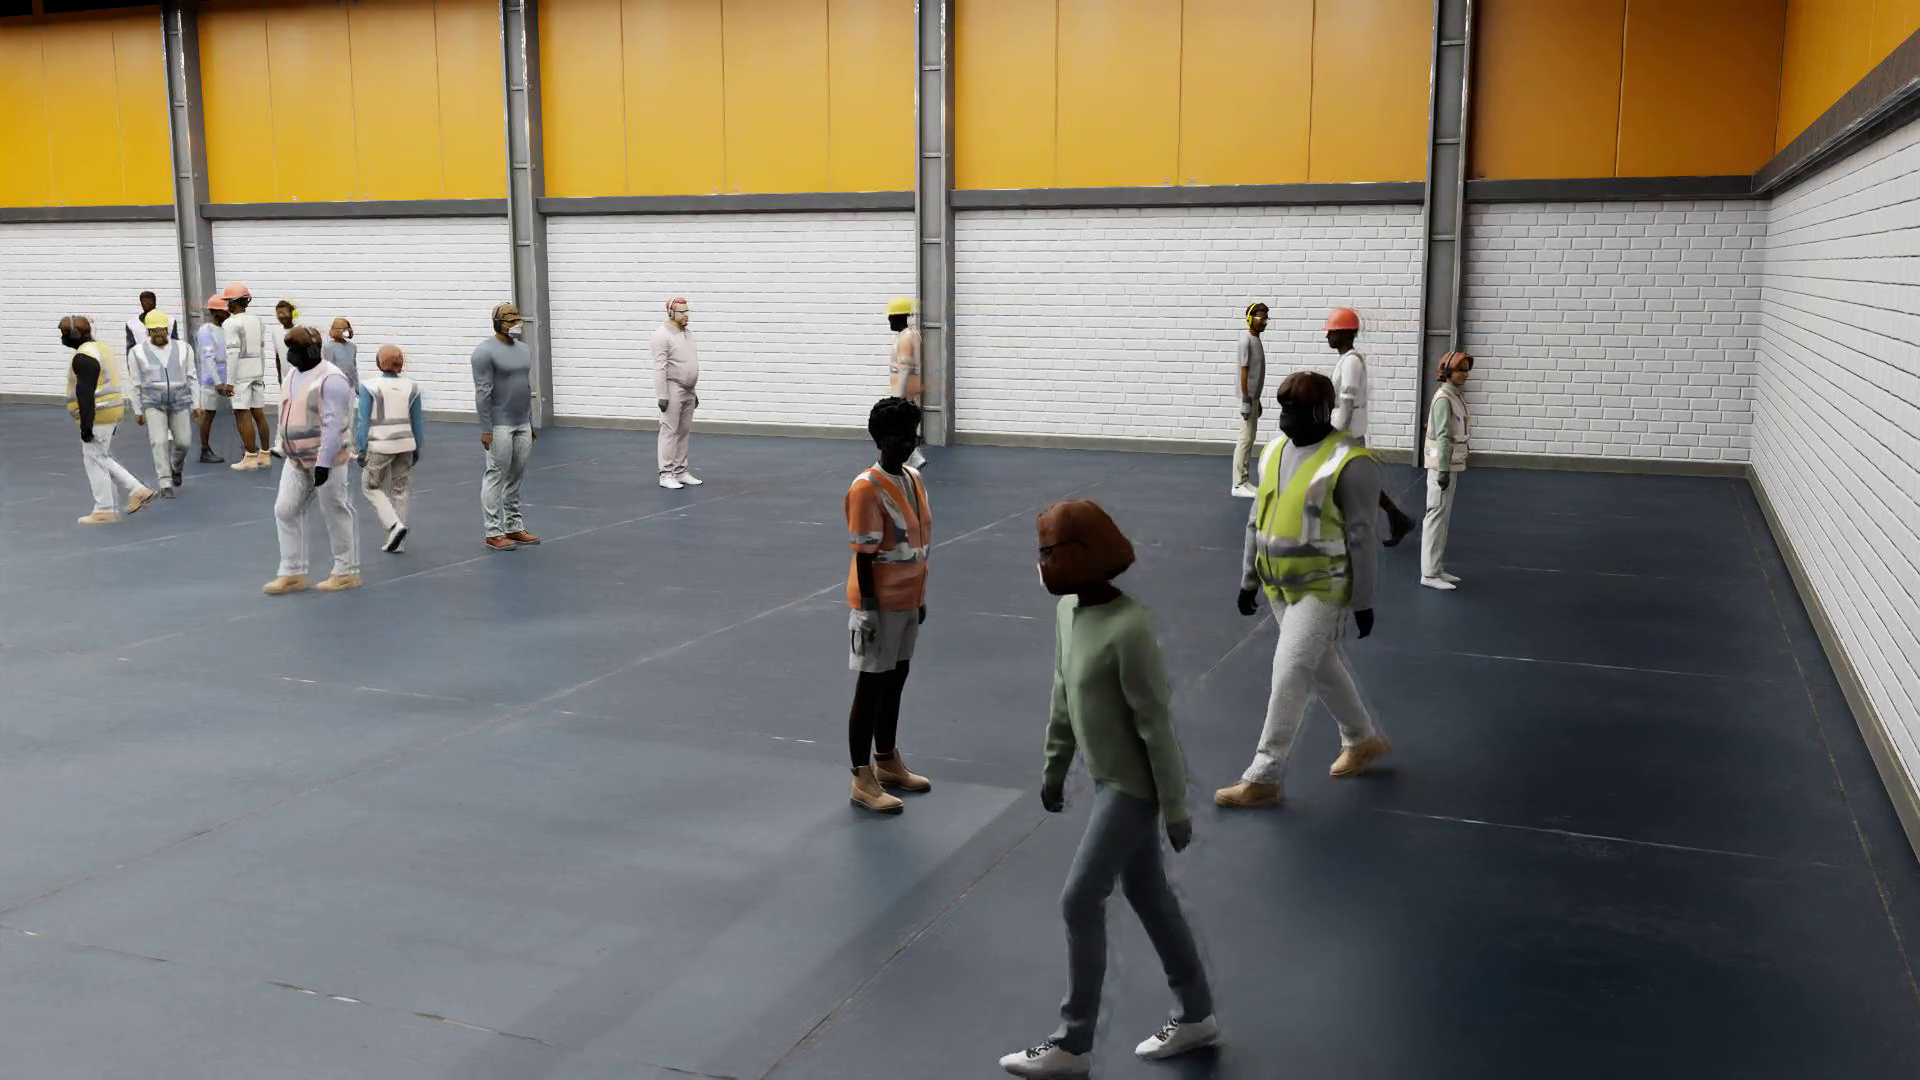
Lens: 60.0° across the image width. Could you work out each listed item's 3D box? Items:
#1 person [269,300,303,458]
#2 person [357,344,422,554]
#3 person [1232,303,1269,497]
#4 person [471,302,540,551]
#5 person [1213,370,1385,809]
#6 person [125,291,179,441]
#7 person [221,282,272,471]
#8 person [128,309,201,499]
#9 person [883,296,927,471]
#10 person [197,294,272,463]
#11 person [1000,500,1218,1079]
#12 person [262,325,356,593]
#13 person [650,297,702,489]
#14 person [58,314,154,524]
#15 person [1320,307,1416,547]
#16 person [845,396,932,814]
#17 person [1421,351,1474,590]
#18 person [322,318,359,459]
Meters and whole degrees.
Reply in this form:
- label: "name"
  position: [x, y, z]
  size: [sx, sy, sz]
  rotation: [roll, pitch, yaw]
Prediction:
- label: "person"
  position: [-7.725, -1.852, 19.275]
  size: [0.522, 1.811, 0.996]
  rotation: [0, 9, -1]
- label: "person"
  position: [-4.357, -0.685, 12.748]
  size: [0.407, 1.618, 0.532]
  rotation: [8, 13, 42]
- label: "person"
  position: [2.816, -1.348, 16.049]
  size: [0.315, 1.864, 0.526]
  rotation: [4, 10, 23]
- label: "person"
  position: [-3.559, -0.895, 13.073]
  size: [0.356, 1.938, 0.633]
  rotation: [4, 10, 23]
- label: "person"
  position: [1.488, 0.184, 6.981]
  size: [0.951, 1.805, 0.641]
  rotation: [-5, 11, -27]
- label: "person"
  position: [-10.136, -2.174, 20.923]
  size: [0.630, 1.899, 0.496]
  rotation: [-3, 10, -18]
- label: "person"
  position: [-7.787, -1.769, 18.058]
  size: [0.392, 2.041, 0.615]
  rotation: [2, 10, 12]
- label: "person"
  position: [-7.668, -1.319, 16.027]
  size: [0.605, 1.811, 0.610]
  rotation: [-6, 11, -33]
- label: "person"
  position: [-0.610, -1.518, 16.927]
  size: [0.421, 1.912, 0.625]
  rotation: [0, 9, -1]
- label: "person"
  position: [-8.193, -1.790, 18.622]
  size: [0.917, 1.895, 0.560]
  rotation: [2, 10, 13]
- label: "person"
  position: [0.398, 0.686, 4.531]
  size: [0.765, 1.591, 0.521]
  rotation: [-2, 10, -12]
- label: "person"
  position: [-4.412, -0.522, 11.181]
  size: [0.624, 1.816, 0.732]
  rotation: [6, 11, 32]
- label: "person"
  position: [-2.812, -1.473, 16.674]
  size: [0.401, 1.907, 0.648]
  rotation: [4, 10, 23]
- label: "person"
  position: [-7.401, -1.035, 14.330]
  size: [0.535, 1.815, 0.635]
  rotation: [-3, 10, -19]
- label: "person"
  position: [3.110, -0.872, 13.052]
  size: [0.932, 1.904, 0.554]
  rotation: [0, 9, 3]
- label: "person"
  position: [-0.286, 0.252, 6.842]
  size: [0.319, 1.698, 0.539]
  rotation: [4, 10, 23]
- label: "person"
  position: [3.358, -0.483, 11.489]
  size: [0.312, 1.636, 0.520]
  rotation: [4, 10, 23]
- label: "person"
  position: [-7.043, -1.719, 18.986]
  size: [0.269, 1.632, 0.504]
  rotation: [4, 10, 23]
